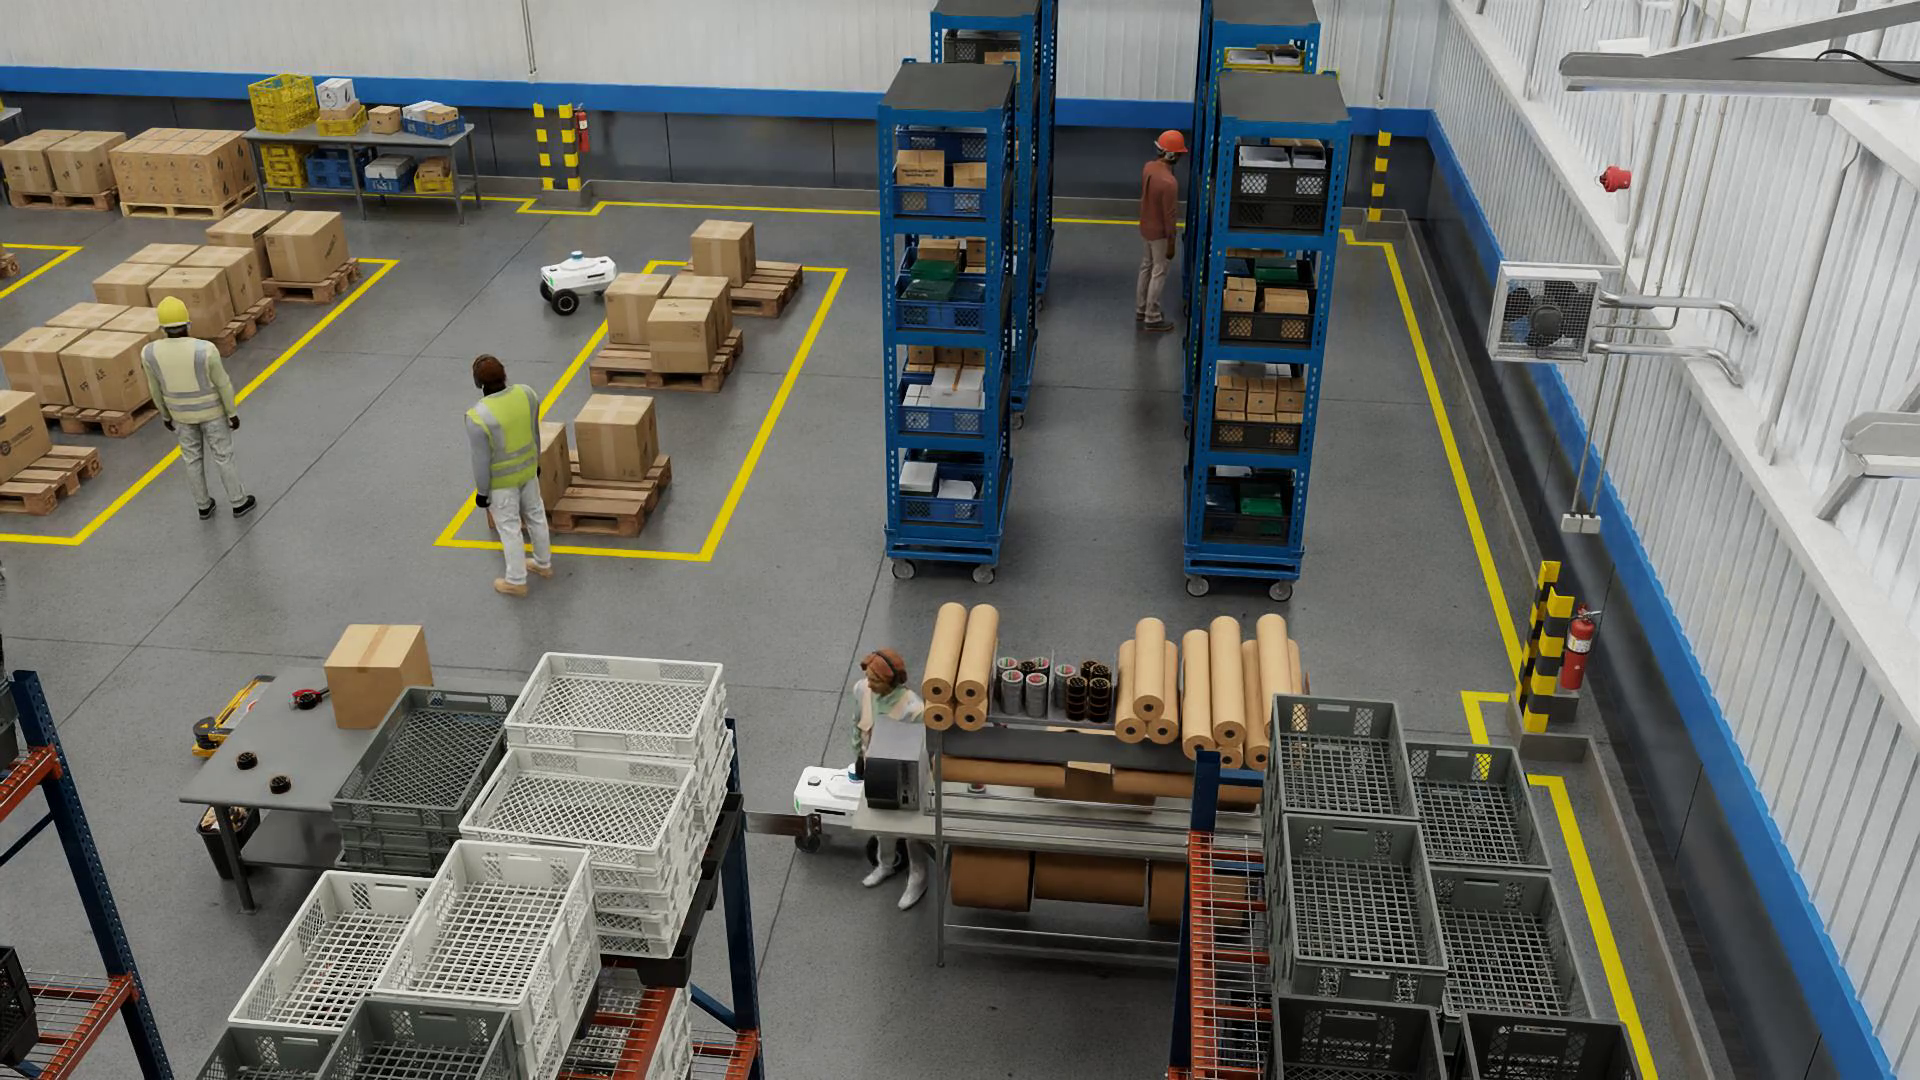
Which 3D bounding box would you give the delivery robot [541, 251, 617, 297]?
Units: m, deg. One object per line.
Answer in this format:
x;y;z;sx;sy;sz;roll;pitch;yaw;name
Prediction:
-3.861;-2.691;16.898;0.707;0.478;0.477;-15;33;-23;delivery robot

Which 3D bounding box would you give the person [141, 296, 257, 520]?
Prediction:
-5.876;-1.011;12.838;0.599;1.834;0.404;-2;30;-4;person

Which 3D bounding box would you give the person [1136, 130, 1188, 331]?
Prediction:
1.946;-2.988;16.096;0.412;1.979;0.630;-9;32;-16;person

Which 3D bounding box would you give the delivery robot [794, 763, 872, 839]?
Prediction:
-0.596;1.516;9.672;0.707;0.478;0.477;5;31;9;delivery robot

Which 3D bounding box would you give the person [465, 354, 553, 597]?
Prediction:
-3.241;-0.465;11.898;0.430;1.841;0.624;18;35;28;person

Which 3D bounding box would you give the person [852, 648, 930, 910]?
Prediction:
-0.366;1.277;9.112;0.526;1.630;0.317;22;37;33;person
